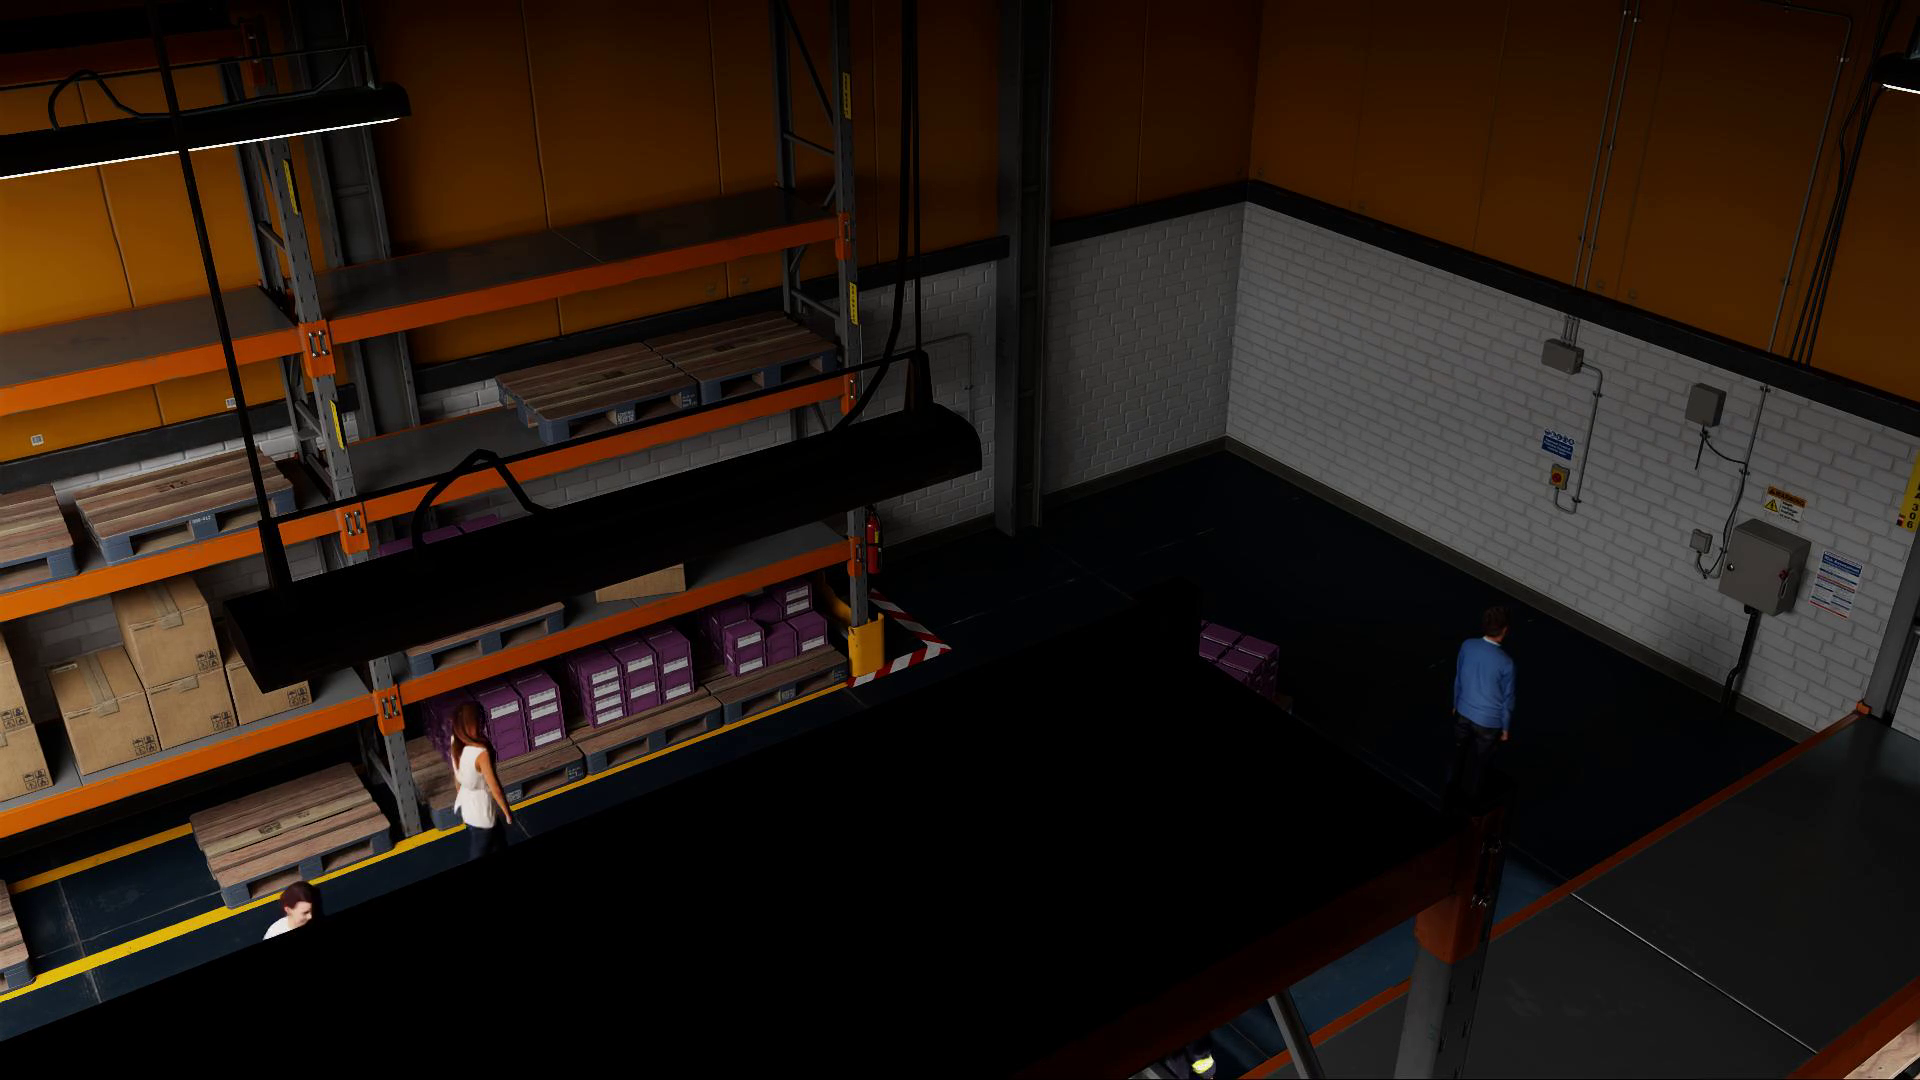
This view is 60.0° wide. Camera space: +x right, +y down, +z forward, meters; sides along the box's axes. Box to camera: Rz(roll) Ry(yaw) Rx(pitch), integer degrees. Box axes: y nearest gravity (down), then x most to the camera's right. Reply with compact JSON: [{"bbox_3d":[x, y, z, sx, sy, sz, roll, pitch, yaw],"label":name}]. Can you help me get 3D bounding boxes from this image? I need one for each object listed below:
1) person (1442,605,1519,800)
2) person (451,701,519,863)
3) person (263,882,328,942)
[{"bbox_3d":[3.877,1.282,12.382,0.563,1.820,0.657,-20,35,-32],"label":"person"},{"bbox_3d":[-3.358,1.896,11.320,0.984,1.758,0.697,-24,37,-37],"label":"person"},{"bbox_3d":[-3.758,2.703,9.817,0.732,1.782,0.877,1,29,2],"label":"person"}]
